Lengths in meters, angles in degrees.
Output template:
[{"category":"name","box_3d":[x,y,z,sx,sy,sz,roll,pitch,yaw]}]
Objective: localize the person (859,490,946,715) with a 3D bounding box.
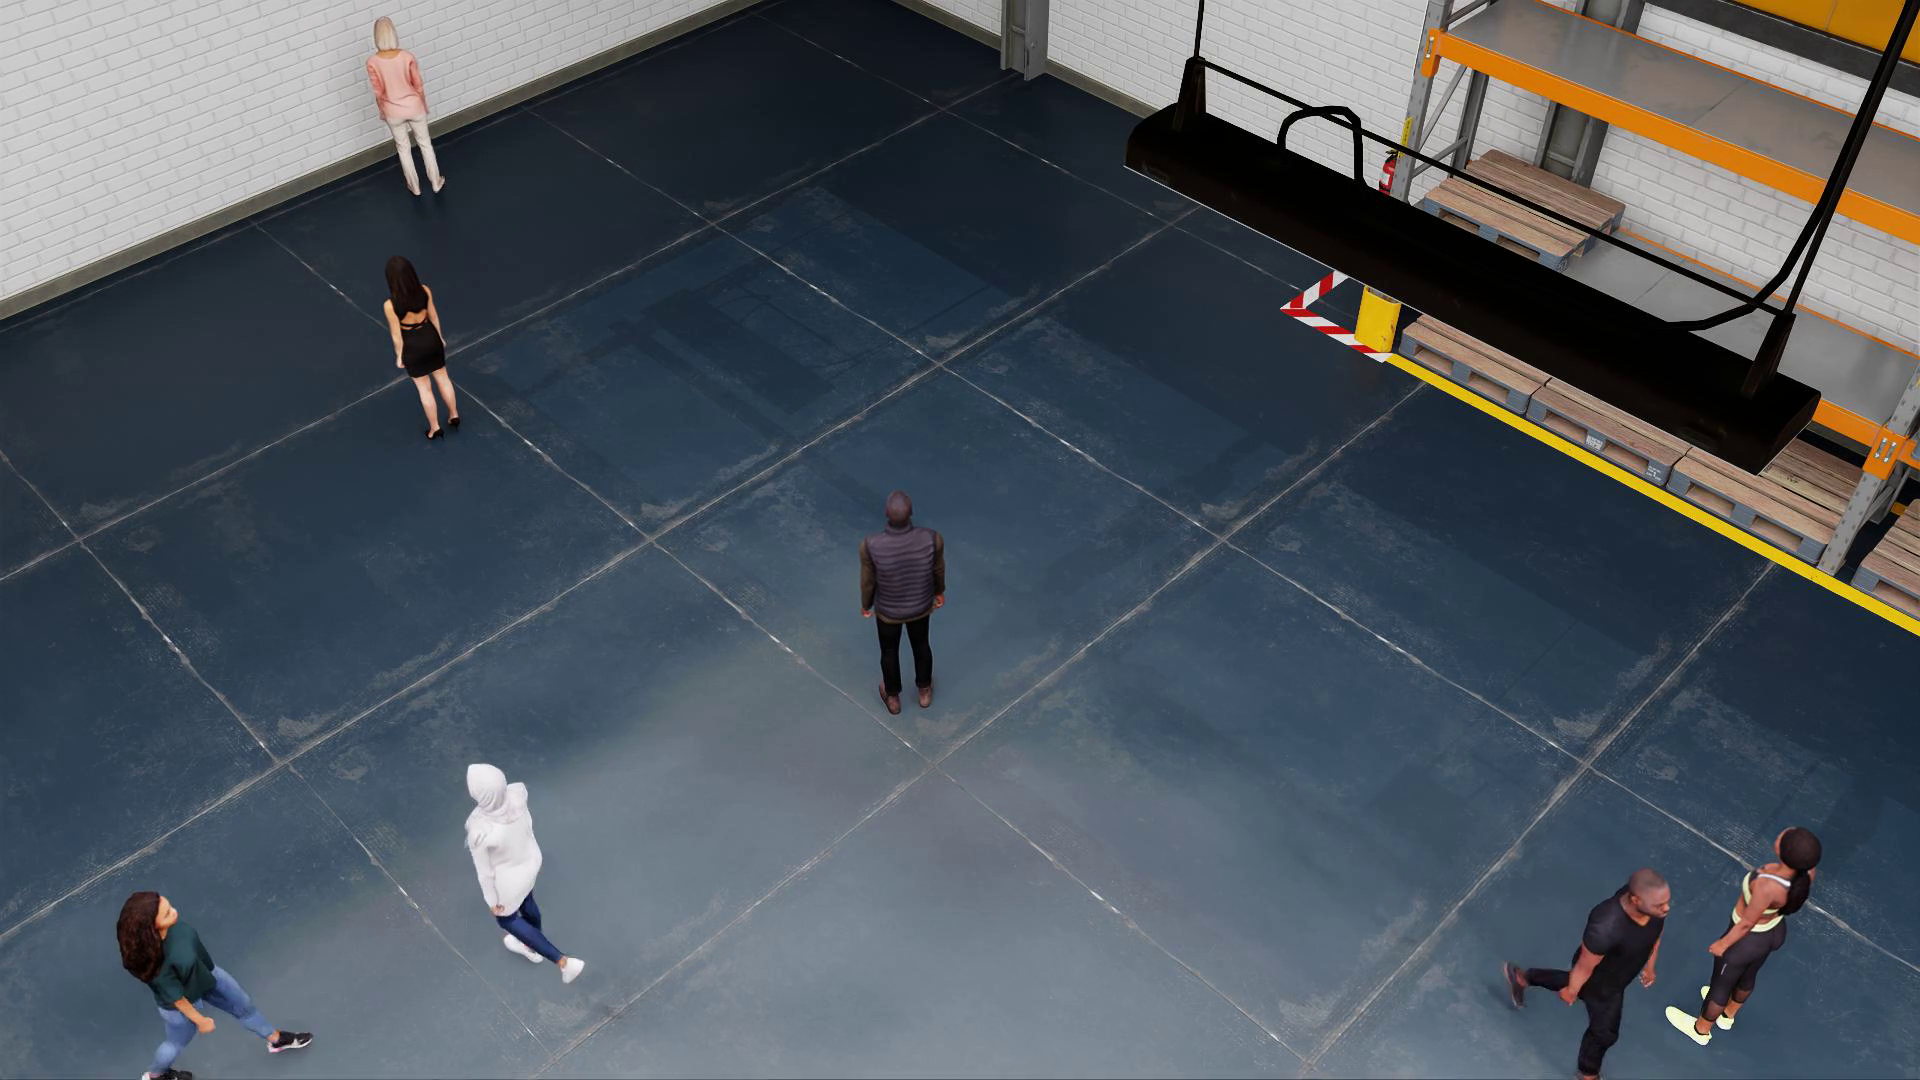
[{"category":"person","box_3d":[-0.367,0.399,10.578,0.781,1.835,0.772,-9,44,-9]}]

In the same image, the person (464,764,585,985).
[{"category":"person","box_3d":[-2.389,1.851,9.106,0.965,1.762,0.765,21,47,20]}]

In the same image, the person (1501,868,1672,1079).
[{"category":"person","box_3d":[3.309,2.203,8.715,0.785,1.792,1.183,-28,50,-26]}]

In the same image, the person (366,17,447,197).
[{"category":"person","box_3d":[-5.094,-3.954,15.227,0.680,1.725,0.665,-16,46,-16]}]

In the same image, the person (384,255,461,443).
[{"category":"person","box_3d":[-4.092,-1.450,12.653,0.549,1.650,0.466,-33,53,-30]}]

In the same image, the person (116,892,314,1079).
[{"category":"person","box_3d":[-4.121,2.389,8.677,1.027,1.575,1.125,-10,45,-11]}]

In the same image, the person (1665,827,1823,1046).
[{"category":"person","box_3d":[4.218,2.111,8.839,0.621,1.755,0.606,-19,47,-19]}]
